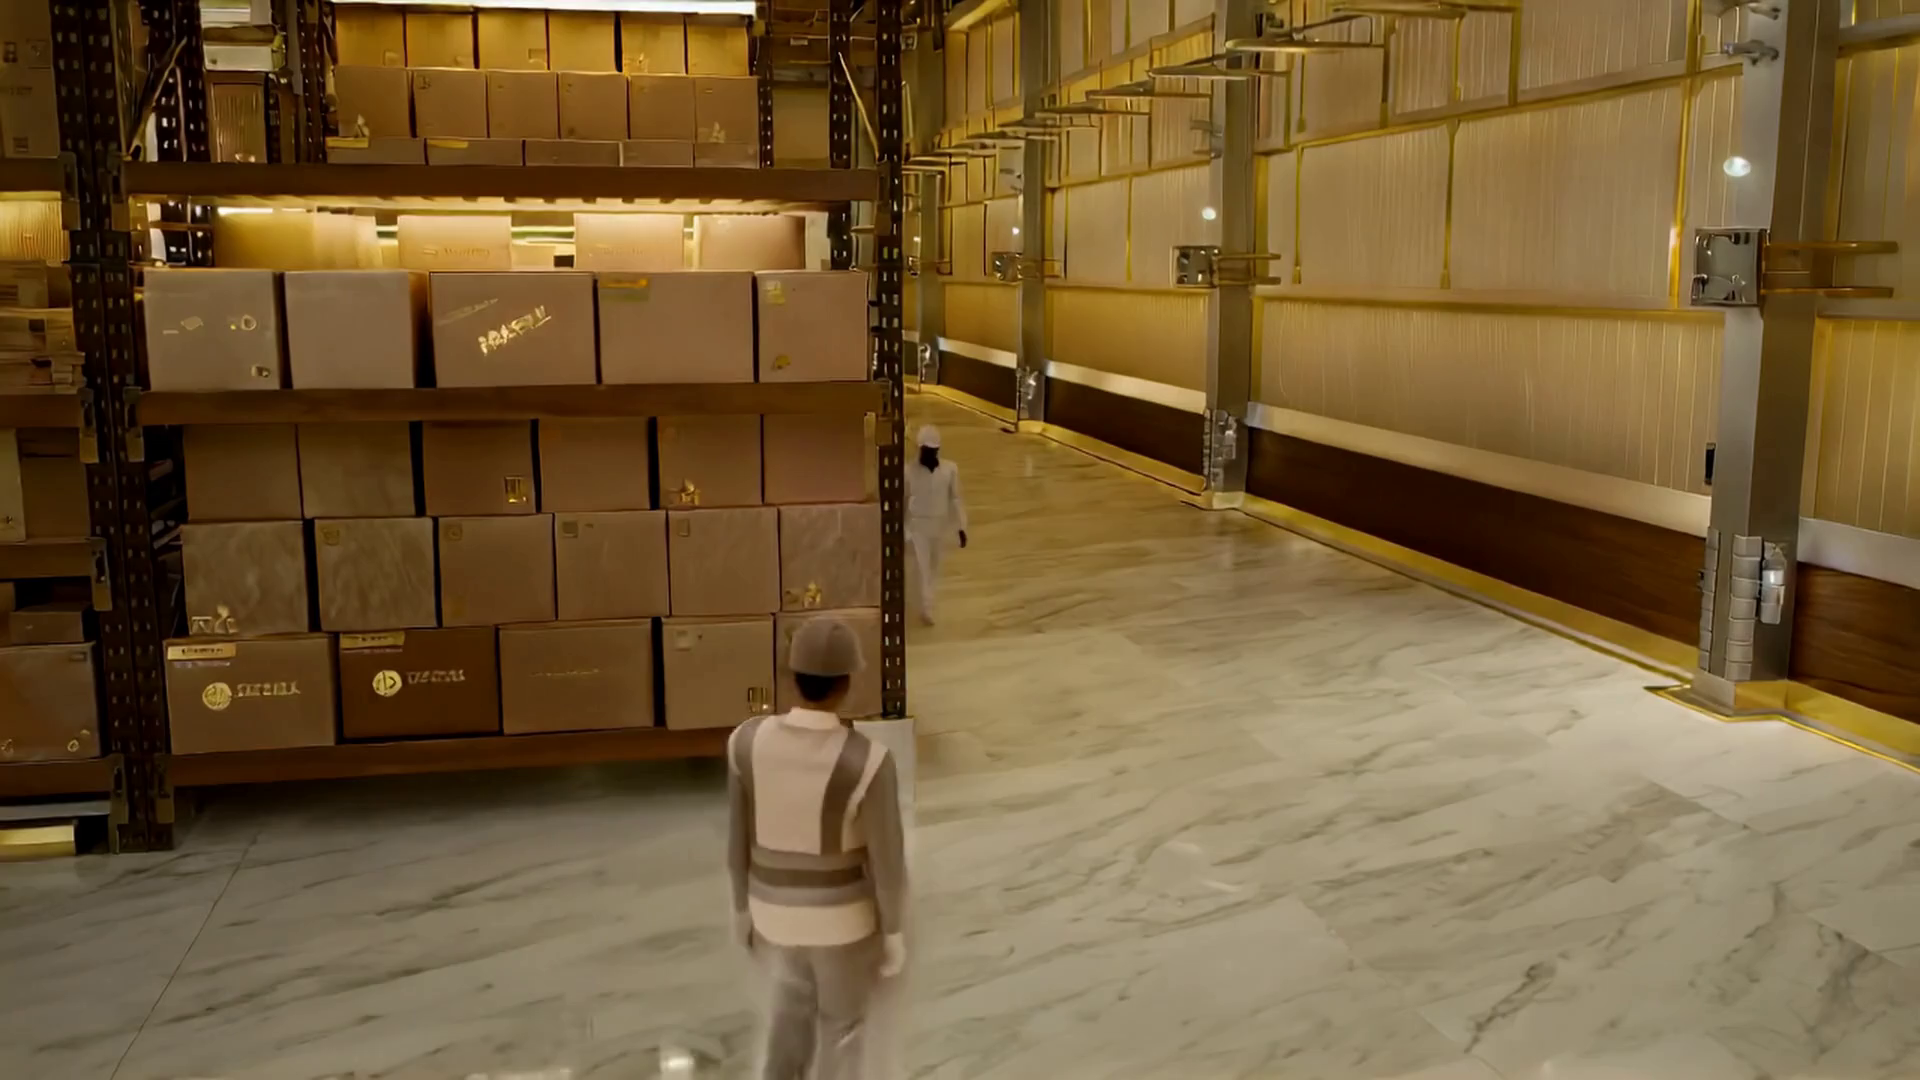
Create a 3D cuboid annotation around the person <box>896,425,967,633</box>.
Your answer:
[{"bbox_3d":[-0.221,-0.095,13.883,0.575,1.715,0.808,-3,10,-19],"label":"person"}]

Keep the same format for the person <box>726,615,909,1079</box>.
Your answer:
[{"bbox_3d":[-0.451,1.194,5.403,0.634,1.927,0.436,5,10,26],"label":"person"}]
